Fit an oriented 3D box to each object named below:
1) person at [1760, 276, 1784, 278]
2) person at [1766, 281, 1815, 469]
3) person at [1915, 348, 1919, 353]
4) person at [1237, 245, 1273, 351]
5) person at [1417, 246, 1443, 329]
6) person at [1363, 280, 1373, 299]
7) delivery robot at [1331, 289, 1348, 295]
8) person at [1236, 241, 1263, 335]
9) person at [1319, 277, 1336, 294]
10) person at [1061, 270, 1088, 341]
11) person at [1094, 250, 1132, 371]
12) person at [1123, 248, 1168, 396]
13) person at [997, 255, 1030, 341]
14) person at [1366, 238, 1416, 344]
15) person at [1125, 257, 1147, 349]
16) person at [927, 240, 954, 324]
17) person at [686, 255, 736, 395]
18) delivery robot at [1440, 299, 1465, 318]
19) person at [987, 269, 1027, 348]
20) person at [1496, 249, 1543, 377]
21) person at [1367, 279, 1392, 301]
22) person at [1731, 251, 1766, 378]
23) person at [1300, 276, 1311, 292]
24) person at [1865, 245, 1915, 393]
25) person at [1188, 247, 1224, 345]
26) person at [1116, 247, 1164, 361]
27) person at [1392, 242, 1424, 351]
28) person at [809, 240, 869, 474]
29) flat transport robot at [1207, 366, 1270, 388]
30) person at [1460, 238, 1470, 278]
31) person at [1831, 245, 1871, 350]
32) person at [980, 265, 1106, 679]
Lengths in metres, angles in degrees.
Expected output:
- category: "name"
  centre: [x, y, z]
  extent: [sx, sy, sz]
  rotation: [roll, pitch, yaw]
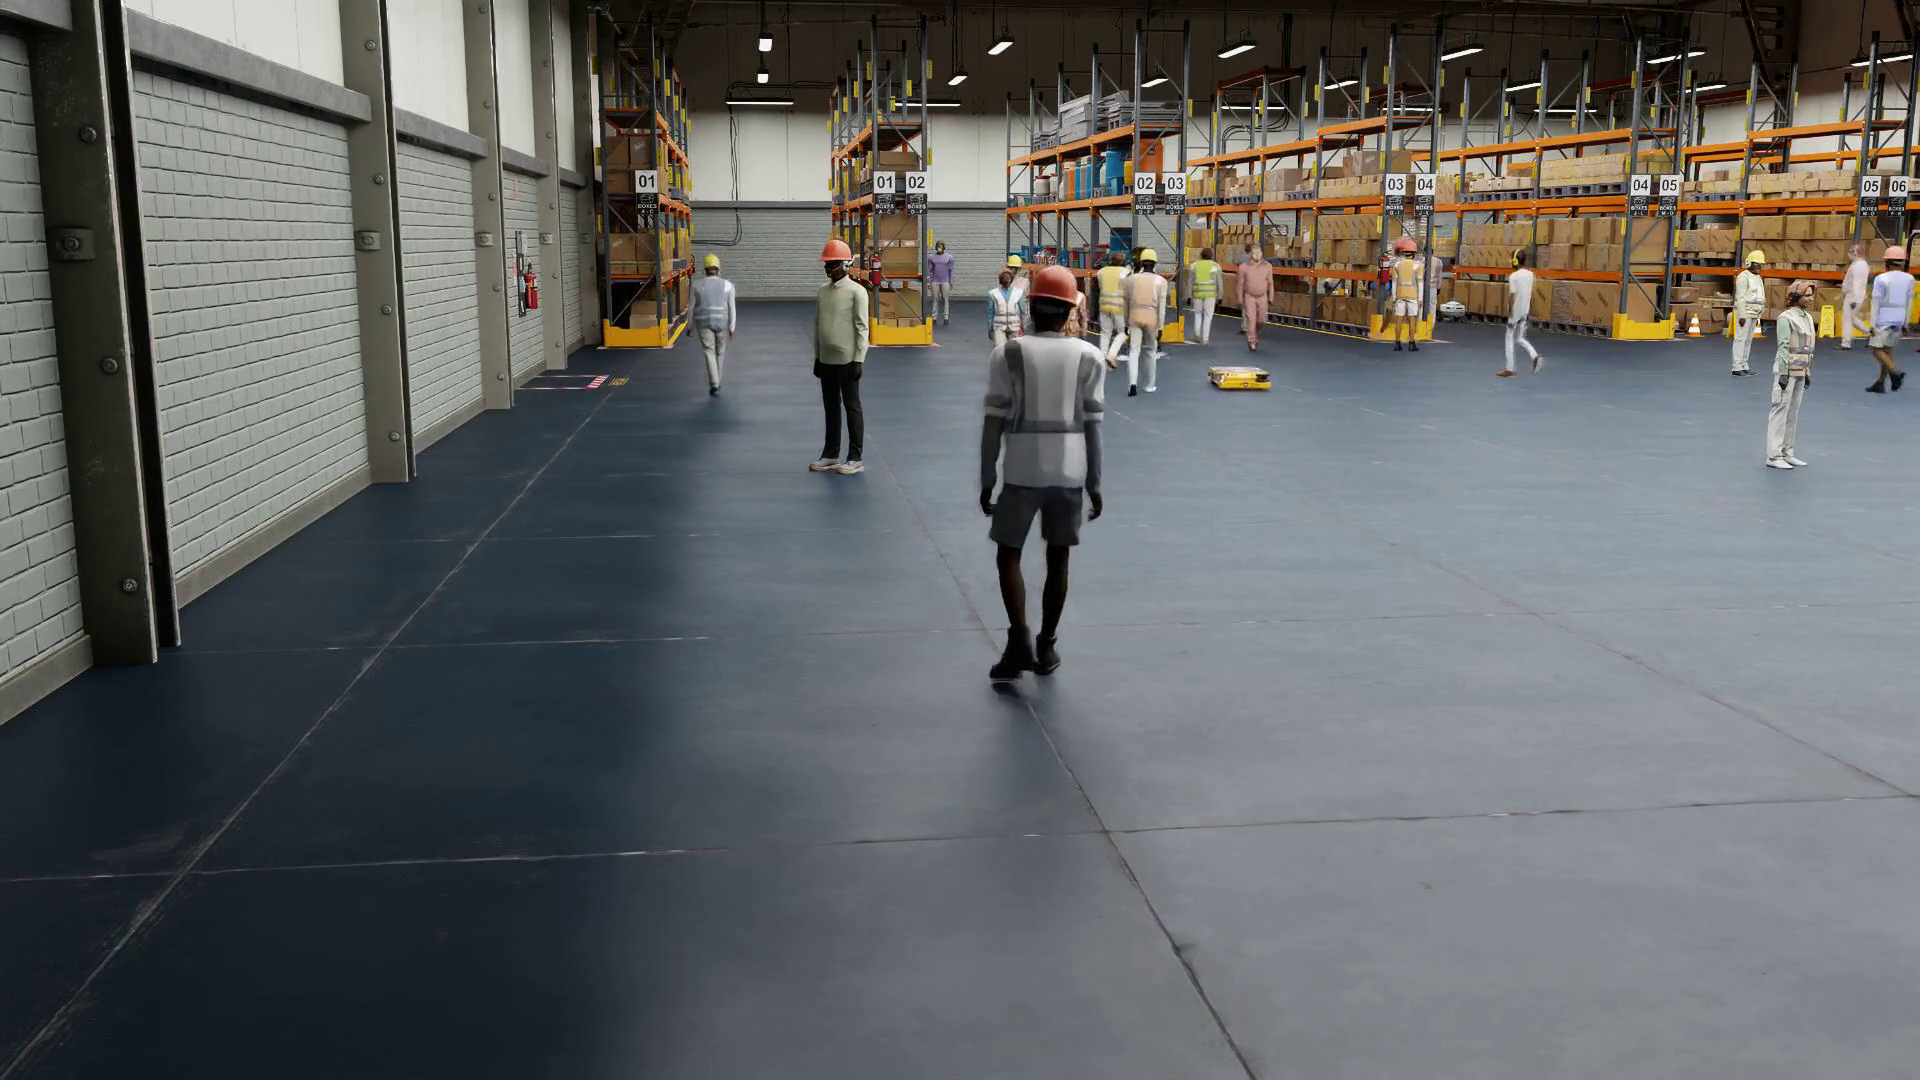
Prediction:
- category: "person"
  centre: [19.447, -6.272, 39.980]
  extent: [0.698, 2.000, 1.010]
  rotation: [-1, 10, -4]
- category: "person"
  centre: [7.319, -1.448, 14.634]
  extent: [0.514, 1.641, 0.307]
  rotation: [-9, 14, -41]
- category: "person"
  centre: [17.027, -4.126, 28.711]
  extent: [0.641, 1.864, 0.974]
  rotation: [0, 10, -1]
- category: "person"
  centre: [5.262, -4.326, 29.722]
  extent: [0.661, 1.886, 0.544]
  rotation: [-1, 10, -7]
- category: "person"
  centre: [10.252, -5.544, 36.530]
  extent: [0.626, 1.846, 0.429]
  rotation: [0, 10, -1]
- category: "person"
  centre: [10.313, -6.490, 41.304]
  extent: [0.618, 1.992, 0.388]
  rotation: [2, 10, 10]
- category: "delivery robot"
  centre: [11.412, -7.300, 49.429]
  extent: [0.707, 0.478, 0.477]
  rotation: [-2, 10, -11]
- category: "person"
  centre: [5.998, -5.207, 34.421]
  extent: [0.635, 1.937, 0.352]
  rotation: [-4, 11, -19]
- category: "person"
  centre: [11.210, -8.158, 50.456]
  extent: [0.907, 1.997, 0.639]
  rotation: [-9, 14, -41]
- category: "person"
  centre: [1.292, -2.463, 20.226]
  extent: [0.540, 1.614, 0.674]
  rotation: [0, 10, -2]
- category: "person"
  centre: [2.317, -3.455, 25.133]
  extent: [0.723, 1.818, 0.437]
  rotation: [7, 12, 33]
- category: "person"
  centre: [2.358, -2.803, 21.407]
  extent: [0.596, 1.890, 0.953]
  rotation: [3, 11, 18]
- category: "person"
  centre: [0.783, -3.248, 24.158]
  extent: [0.527, 1.765, 0.329]
  rotation: [-4, 11, -21]
- category: "person"
  centre: [8.256, -4.709, 31.539]
  extent: [1.042, 1.987, 0.630]
  rotation: [8, 13, 39]
- category: "person"
  centre: [3.228, -4.360, 30.096]
  extent: [0.554, 1.836, 0.459]
  rotation: [3, 11, 15]
- category: "person"
  centre: [-0.459, -5.983, 38.672]
  extent: [0.636, 1.939, 0.363]
  rotation: [1, 10, 6]
- category: "person"
  centre: [-3.231, -2.782, 21.551]
  extent: [0.602, 1.782, 0.927]
  rotation: [-4, 11, -21]
- category: "delivery robot"
  centre: [11.682, -5.479, 39.447]
  extent: [0.477, 0.478, 0.707]
  rotation: [-2, 10, -10]
- category: "person"
  centre: [0.622, -2.822, 22.298]
  extent: [0.519, 1.623, 0.759]
  rotation: [-1, 10, -4]
- category: "person"
  centre: [8.081, -3.254, 23.936]
  extent: [0.522, 1.852, 0.622]
  rotation: [-6, 12, -31]
- category: "person"
  centre: [9.584, -5.714, 37.993]
  extent: [0.540, 1.645, 0.898]
  rotation: [0, 10, 0]
- category: "person"
  centre: [11.439, -3.268, 24.102]
  extent: [0.587, 1.826, 0.404]
  rotation: [-10, 14, -44]
- category: "person"
  centre: [10.195, -7.887, 49.139]
  extent: [0.561, 1.942, 0.613]
  rotation: [-8, 13, -38]
- category: "person"
  centre: [12.005, -2.822, 21.413]
  extent: [0.549, 1.919, 0.717]
  rotation: [-1, 10, -6]
- category: "person"
  centre: [4.648, -4.595, 31.372]
  extent: [0.662, 1.823, 0.599]
  rotation: [4, 11, 20]
- category: "person"
  centre: [2.981, -3.883, 27.390]
  extent: [0.989, 1.872, 0.602]
  rotation: [-4, 11, -20]
- category: "person"
  centre: [7.960, -4.319, 29.557]
  extent: [0.553, 1.934, 0.364]
  rotation: [6, 12, 32]
- category: "person"
  centre: [-1.044, -1.570, 14.328]
  extent: [0.610, 1.995, 0.375]
  rotation: [9, 14, 41]
- category: "flat transport robot"
  centre: [3.782, -2.225, 22.646]
  extent: [0.652, 0.197, 1.431]
  rotation: [0, 10, 1]
- category: "person"
  centre: [15.001, -8.052, 49.930]
  extent: [0.865, 1.959, 0.659]
  rotation: [-2, 10, -10]
- category: "person"
  centre: [16.059, -4.331, 29.755]
  extent: [0.588, 1.887, 0.654]
  rotation: [8, 13, 39]
- category: "person"
  centre: [0.392, -0.298, 7.626]
  extent: [0.580, 1.904, 0.664]
  rotation: [-1, 10, -5]
